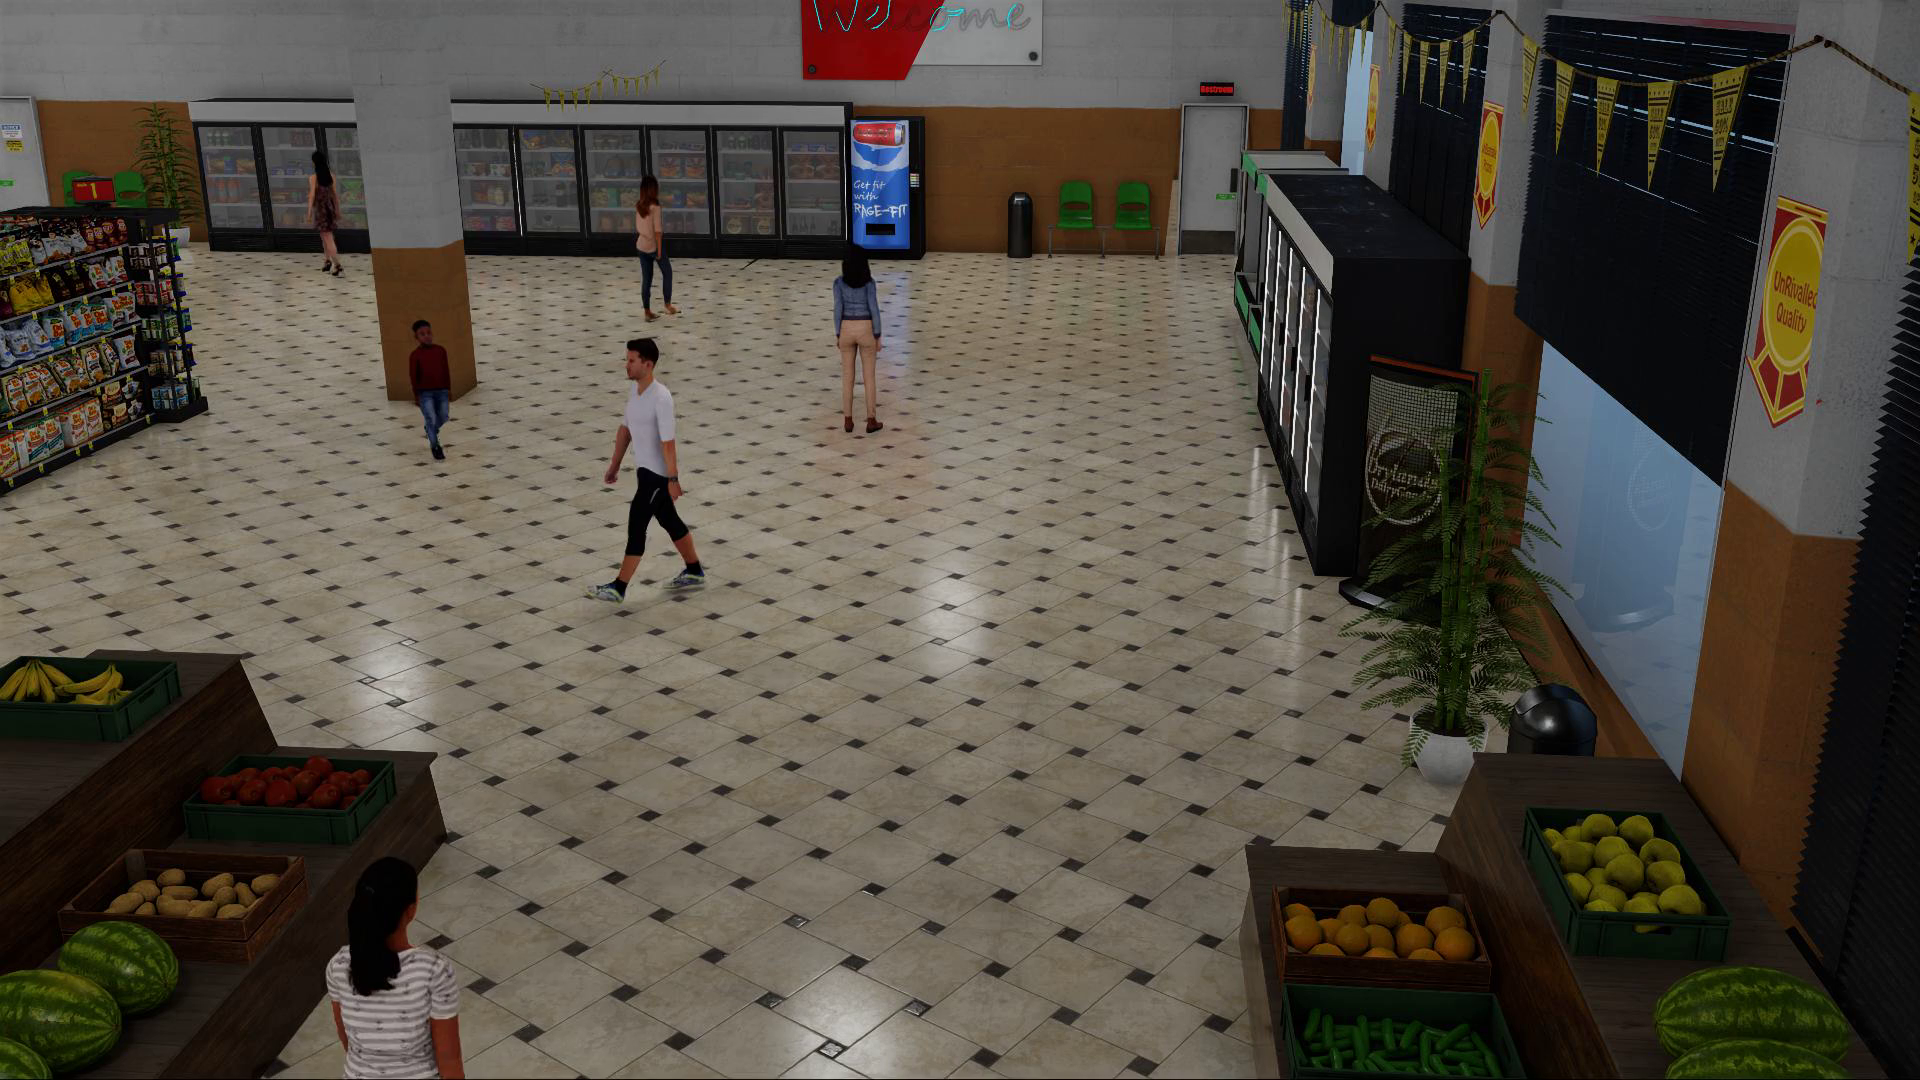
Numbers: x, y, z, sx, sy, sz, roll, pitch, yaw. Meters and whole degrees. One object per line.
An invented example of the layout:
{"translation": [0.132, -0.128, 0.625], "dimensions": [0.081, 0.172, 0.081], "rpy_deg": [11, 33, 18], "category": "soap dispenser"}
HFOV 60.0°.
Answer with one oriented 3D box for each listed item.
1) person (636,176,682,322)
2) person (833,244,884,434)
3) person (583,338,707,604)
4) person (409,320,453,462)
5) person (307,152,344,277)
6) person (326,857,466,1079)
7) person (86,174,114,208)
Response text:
{"translation": [-3.919, -3.614, 20.734], "dimensions": [0.799, 1.773, 0.919], "rpy_deg": [11, 22, 30], "category": "person"}
{"translation": [-0.963, -1.887, 15.628], "dimensions": [0.627, 1.763, 0.596], "rpy_deg": [4, 19, 11], "category": "person"}
{"translation": [-2.010, -0.474, 11.362], "dimensions": [1.182, 1.811, 1.212], "rpy_deg": [-11, 21, -29], "category": "person"}
{"translation": [-4.734, -1.347, 14.843], "dimensions": [0.760, 1.242, 0.816], "rpy_deg": [-15, 24, -38], "category": "person"}
{"translation": [-9.027, -4.644, 23.807], "dimensions": [0.814, 1.762, 0.779], "rpy_deg": [8, 20, 24], "category": "person"}
{"translation": [-1.710, 1.771, 5.002], "dimensions": [0.600, 1.620, 0.812], "rpy_deg": [0, 19, -1], "category": "person"}
{"translation": [-11.343, -3.950, 21.911], "dimensions": [0.934, 1.659, 1.153], "rpy_deg": [11, 22, 30], "category": "person"}
